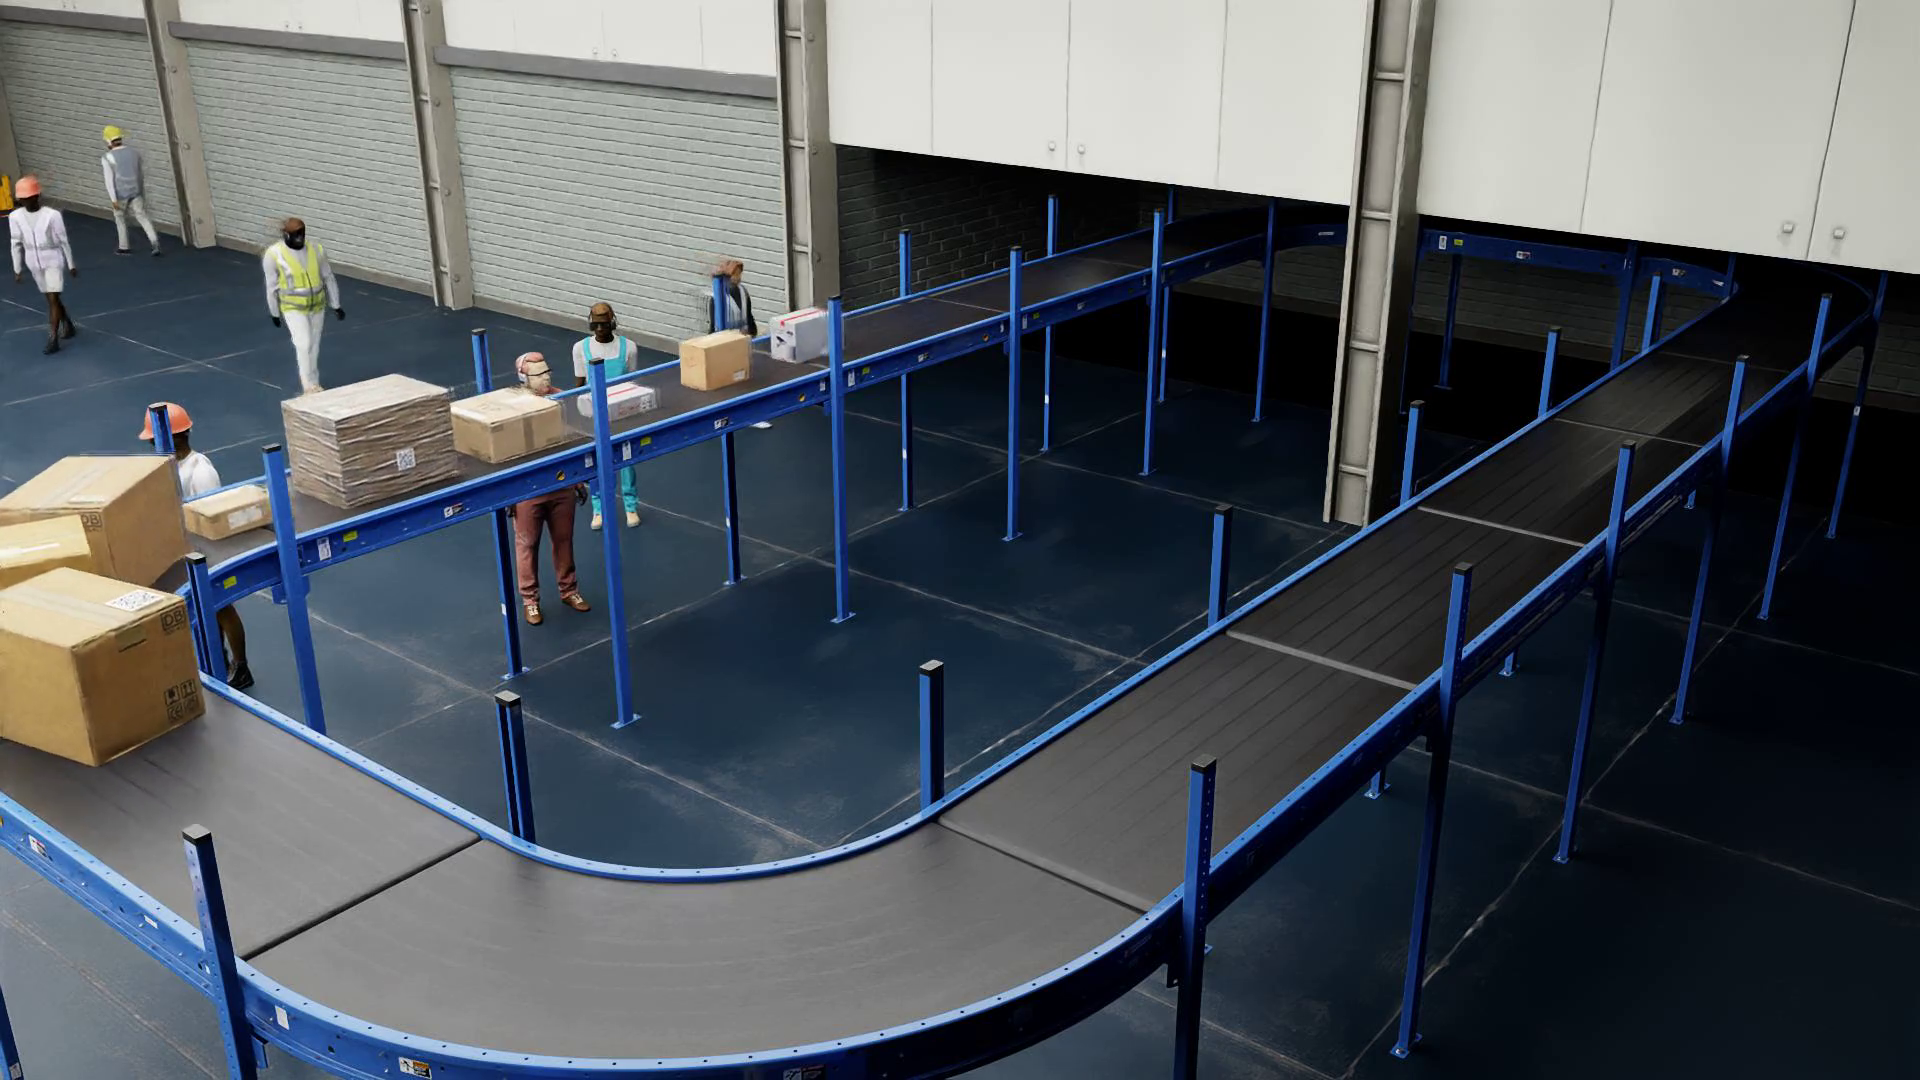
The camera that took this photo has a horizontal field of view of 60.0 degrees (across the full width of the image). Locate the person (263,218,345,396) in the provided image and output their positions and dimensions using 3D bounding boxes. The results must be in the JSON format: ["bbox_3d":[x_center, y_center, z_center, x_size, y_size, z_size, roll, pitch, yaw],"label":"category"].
[{"bbox_3d":[-6.487,-2.294,16.544,0.679,1.815,0.638,17,27,36],"label":"person"}]

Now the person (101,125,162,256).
[{"bbox_3d":[-11.468,-4.800,22.923,0.793,1.801,0.604,14,26,32],"label":"person"}]

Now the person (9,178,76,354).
[{"bbox_3d":[-10.162,-3.081,18.464,0.564,1.888,1.009,-2,22,-5],"label":"person"}]

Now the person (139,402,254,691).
[{"bbox_3d":[-4.776,0.064,10.395,0.548,1.931,0.381,18,28,38],"label":"person"}]

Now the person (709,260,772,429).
[{"bbox_3d":[-2.179,-1.884,15.803,0.898,1.590,0.526,11,24,27],"label":"person"}]

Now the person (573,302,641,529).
[{"bbox_3d":[-2.772,-0.984,13.172,0.513,1.844,0.328,-4,22,-11],"label":"person"}]

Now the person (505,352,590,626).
[{"bbox_3d":[-2.883,-0.367,11.515,0.645,1.913,0.409,-15,26,-34],"label":"person"}]
